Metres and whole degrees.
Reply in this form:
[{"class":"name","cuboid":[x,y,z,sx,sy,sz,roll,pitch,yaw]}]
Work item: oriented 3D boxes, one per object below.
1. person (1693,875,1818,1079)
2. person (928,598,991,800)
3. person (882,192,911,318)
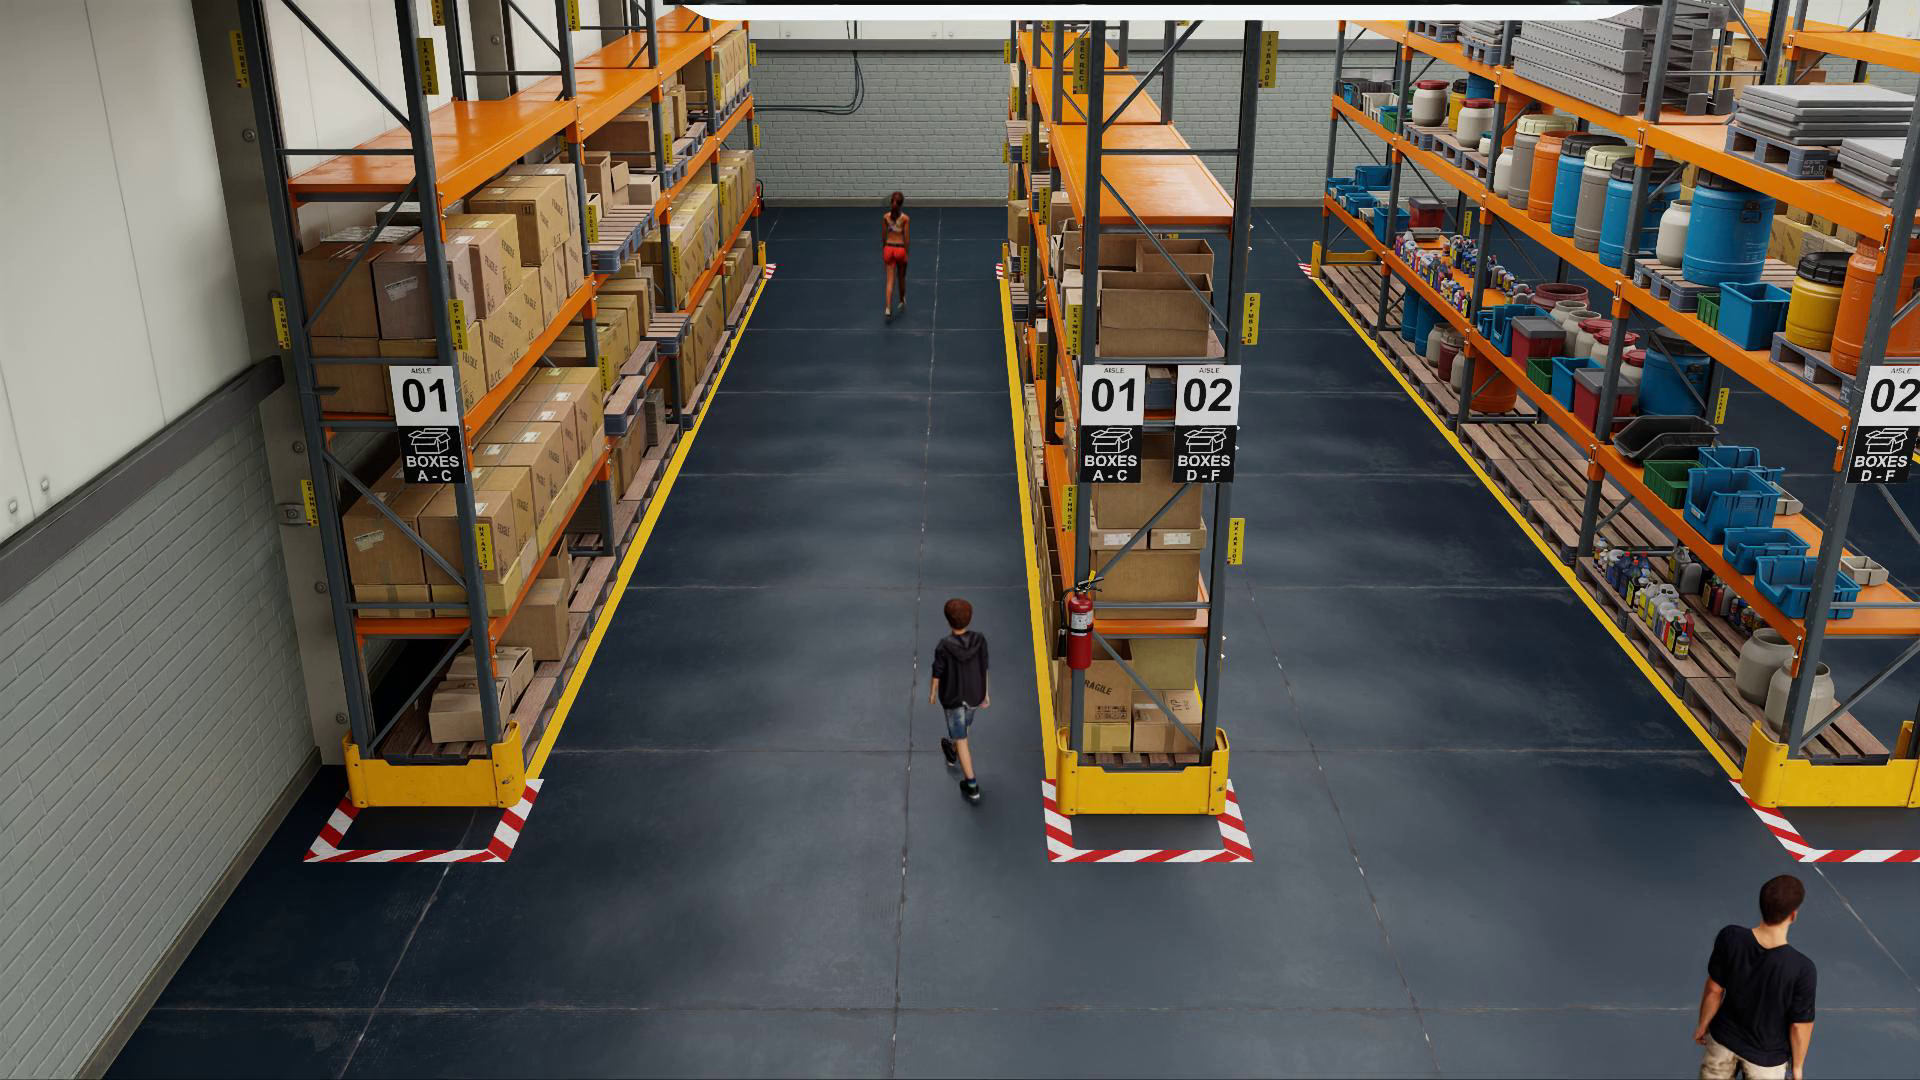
[{"class":"person","cuboid":[3.726,2.403,7.868,0.712,1.854,0.768,20,30,40]},{"class":"person","cuboid":[0.031,1.127,11.578,0.784,1.408,1.021,-9,24,-21]},{"class":"person","cuboid":[-0.950,-4.029,23.737,0.711,1.746,1.209,3,22,8]}]
